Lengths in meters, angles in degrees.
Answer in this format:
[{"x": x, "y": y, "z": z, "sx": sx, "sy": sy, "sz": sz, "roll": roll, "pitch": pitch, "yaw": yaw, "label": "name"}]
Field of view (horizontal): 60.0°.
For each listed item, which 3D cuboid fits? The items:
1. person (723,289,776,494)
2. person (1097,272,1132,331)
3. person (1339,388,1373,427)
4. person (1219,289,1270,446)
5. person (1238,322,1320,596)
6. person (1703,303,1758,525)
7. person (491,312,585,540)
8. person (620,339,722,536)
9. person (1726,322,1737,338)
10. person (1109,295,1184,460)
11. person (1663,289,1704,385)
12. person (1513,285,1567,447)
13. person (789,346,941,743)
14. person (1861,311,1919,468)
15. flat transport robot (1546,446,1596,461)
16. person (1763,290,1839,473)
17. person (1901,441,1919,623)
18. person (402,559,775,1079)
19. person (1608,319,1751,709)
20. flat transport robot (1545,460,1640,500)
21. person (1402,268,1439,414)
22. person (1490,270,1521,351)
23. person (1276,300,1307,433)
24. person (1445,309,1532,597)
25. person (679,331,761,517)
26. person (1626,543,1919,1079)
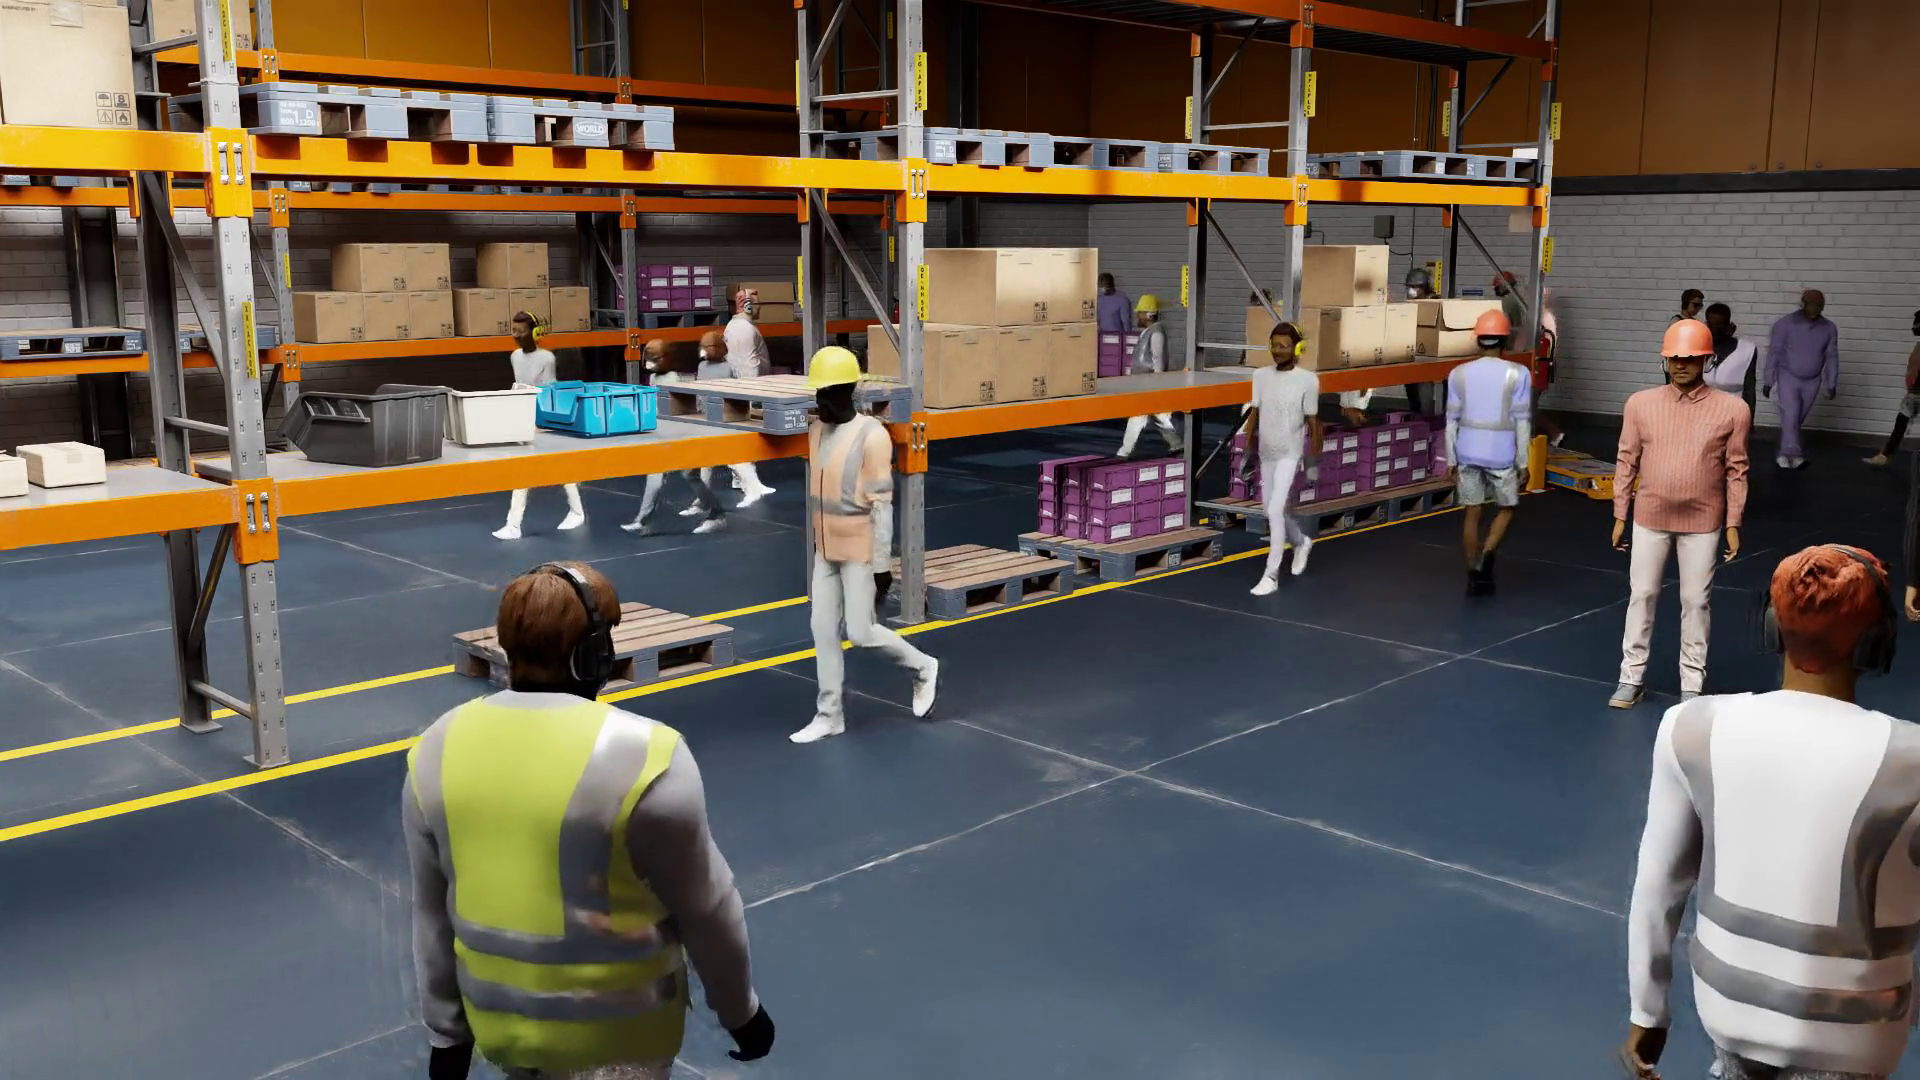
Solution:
[{"x": -1.969, "y": -1.391, "z": 15.590, "sx": 0.406, "sy": 1.911, "sz": 0.637, "roll": -5, "pitch": 11, "yaw": -24, "label": "person"}, {"x": 2.079, "y": -2.673, "z": 22.601, "sx": 0.718, "sy": 1.904, "sz": 0.500, "roll": 10, "pitch": 14, "yaw": 44, "label": "person"}, {"x": 4.202, "y": -1.698, "z": 17.259, "sx": 0.625, "sy": 1.916, "sz": 0.545, "roll": -4, "pitch": 11, "yaw": -19, "label": "person"}, {"x": 3.461, "y": -1.982, "z": 19.115, "sx": 1.017, "sy": 1.808, "sz": 0.531, "roll": -4, "pitch": 11, "yaw": -19, "label": "person"}, {"x": 2.224, "y": -0.580, "z": 11.371, "sx": 0.528, "sy": 1.840, "sz": 0.845, "roll": 10, "pitch": 14, "yaw": 43, "label": "person"}, {"x": 6.144, "y": -0.995, "z": 13.575, "sx": 0.609, "sy": 1.855, "sz": 0.939, "roll": 6, "pitch": 12, "yaw": 30, "label": "person"}, {"x": -3.375, "y": -0.927, "z": 13.348, "sx": 0.518, "sy": 1.814, "sz": 0.997, "roll": 6, "pitch": 12, "yaw": 29, "label": "person"}, {"x": -2.316, "y": -0.799, "z": 13.277, "sx": 0.878, "sy": 1.567, "sz": 0.532, "roll": -8, "pitch": 13, "yaw": -37, "label": "person"}, {"x": 7.310, "y": -1.363, "z": 16.324, "sx": 0.521, "sy": 1.591, "sz": 0.871, "roll": -9, "pitch": 14, "yaw": -41, "label": "person"}, {"x": 2.004, "y": -1.691, "z": 17.562, "sx": 0.902, "sy": 1.791, "sz": 0.606, "roll": 0, "pitch": 10, "yaw": -1, "label": "person"}, {"x": 7.760, "y": -1.775, "z": 17.881, "sx": 0.507, "sy": 1.838, "sz": 0.351, "roll": -9, "pitch": 14, "yaw": -42, "label": "person"}, {"x": 6.062, "y": -1.737, "z": 17.510, "sx": 0.649, "sy": 1.889, "sz": 0.663, "roll": 2, "pitch": 11, "yaw": 8, "label": "person"}, {"x": -0.470, "y": 0.015, "z": 7.955, "sx": 0.711, "sy": 1.903, "sz": 0.592, "roll": -9, "pitch": 13, "yaw": -39, "label": "person"}, {"x": 9.813, "y": -1.521, "z": 17.001, "sx": 0.867, "sy": 1.648, "sz": 0.547, "roll": 4, "pitch": 11, "yaw": 23, "label": "person"}, {"x": 5.878, "y": -0.840, "z": 17.055, "sx": 0.652, "sy": 0.197, "sz": 1.431, "roll": -2, "pitch": 11, "yaw": -9, "label": "flat transport robot"}, {"x": 8.565, "y": -1.598, "z": 16.878, "sx": 0.655, "sy": 1.846, "sz": 1.013, "roll": 0, "pitch": 10, "yaw": 3, "label": "person"}, {"x": 4.337, "y": 0.152, "z": 7.061, "sx": 0.613, "sy": 1.959, "sz": 0.960, "roll": 8, "pitch": 13, "yaw": 38, "label": "person"}, {"x": -0.755, "y": 0.935, "z": 3.246, "sx": 0.638, "sy": 1.800, "sz": 0.978, "roll": 5, "pitch": 12, "yaw": 27, "label": "person"}, {"x": 3.592, "y": -0.106, "z": 8.343, "sx": 0.624, "sy": 1.992, "sz": 0.390, "roll": 6, "pitch": 12, "yaw": 30, "label": "person"}, {"x": 5.962, "y": -0.584, "z": 15.659, "sx": 0.652, "sy": 0.197, "sz": 1.431, "roll": -2, "pitch": 11, "yaw": -9, "label": "flat transport robot"}, {"x": 5.302, "y": -2.141, "z": 19.319, "sx": 0.655, "sy": 2.000, "sz": 0.728, "roll": -8, "pitch": 13, "yaw": -38, "label": "person"}, {"x": 6.852, "y": -2.356, "z": 20.693, "sx": 0.636, "sy": 1.978, "sz": 0.624, "roll": 8, "pitch": 13, "yaw": 39, "label": "person"}, {"x": 3.580, "y": -1.737, "z": 18.045, "sx": 0.954, "sy": 1.719, "sz": 0.549, "roll": -8, "pitch": 13, "yaw": -36, "label": "person"}, {"x": 3.484, "y": -0.557, "z": 10.999, "sx": 0.574, "sy": 1.924, "sz": 0.454, "roll": 7, "pitch": 12, "yaw": 32, "label": "person"}, {"x": -2.086, "y": -1.031, "z": 14.482, "sx": 0.848, "sy": 1.593, "sz": 0.507, "roll": -7, "pitch": 12, "yaw": -33, "label": "person"}, {"x": 1.679, "y": 0.911, "z": 3.255, "sx": 0.846, "sy": 1.844, "sz": 0.587, "roll": -8, "pitch": 13, "yaw": -39, "label": "person"}]
